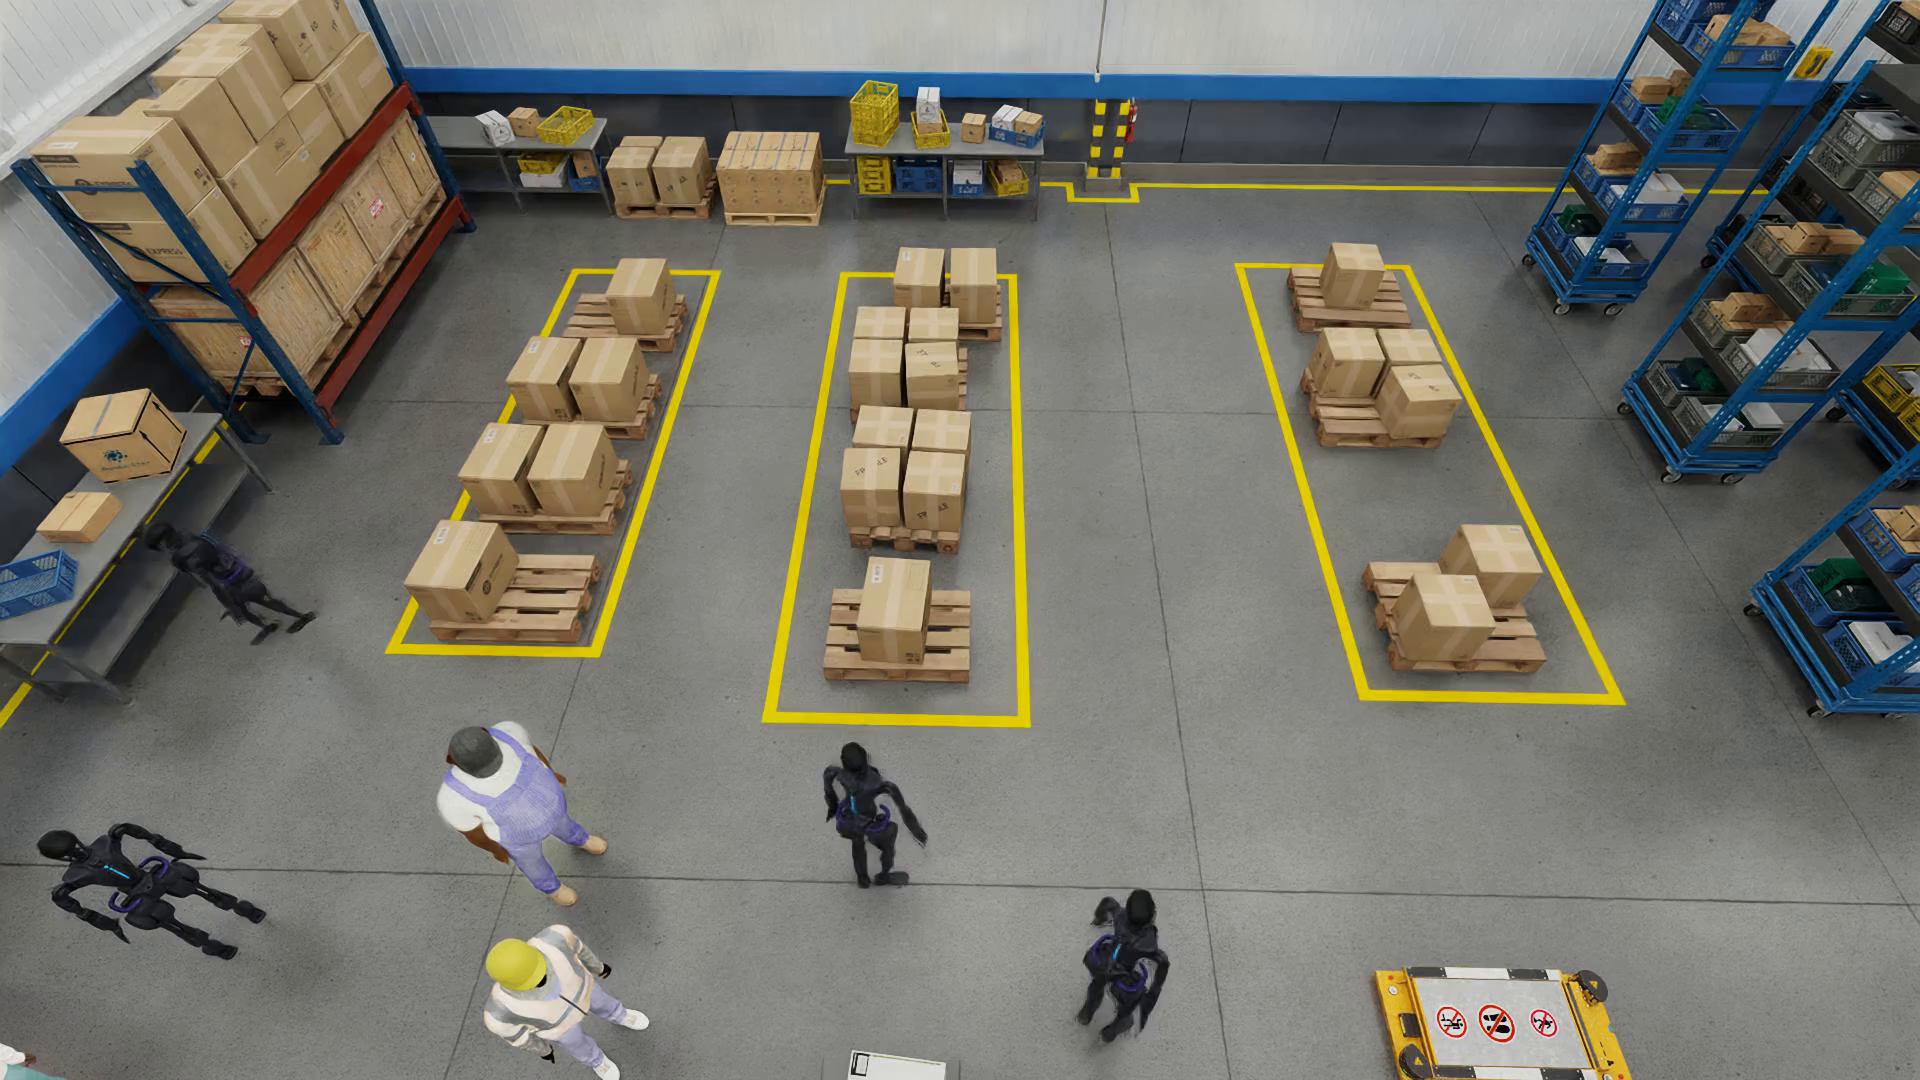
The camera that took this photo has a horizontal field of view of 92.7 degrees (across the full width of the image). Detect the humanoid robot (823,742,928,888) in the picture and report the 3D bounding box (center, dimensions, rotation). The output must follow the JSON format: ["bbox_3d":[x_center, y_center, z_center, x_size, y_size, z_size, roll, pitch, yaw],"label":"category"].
[{"bbox_3d":[-0.578,1.868,6.057,0.682,1.644,0.368,13,52,11],"label":"humanoid robot"}]

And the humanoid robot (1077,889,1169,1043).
[{"bbox_3d":[0.960,2.558,5.507,0.500,1.630,0.620,-35,59,-25],"label":"humanoid robot"}]

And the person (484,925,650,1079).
[{"bbox_3d":[-2.254,2.655,5.250,0.361,1.930,0.586,18,53,14],"label":"person"}]

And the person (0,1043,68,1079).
[{"bbox_3d":[-5.387,3.061,5.023,0.307,1.768,0.524,10,52,8],"label":"person"}]

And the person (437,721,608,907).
[{"bbox_3d":[-2.786,1.748,5.919,0.536,2.000,0.672,16,53,13],"label":"person"}]

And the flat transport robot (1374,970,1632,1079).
[{"bbox_3d":[3.501,3.133,5.914,1.431,0.197,0.652,1,51,1],"label":"flat transport robot"}]

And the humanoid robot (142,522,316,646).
[{"bbox_3d":[-5.824,0.328,7.328,0.551,1.620,0.576,26,55,20],"label":"humanoid robot"}]

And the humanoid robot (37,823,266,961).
[{"bbox_3d":[-5.098,2.212,5.772,0.318,1.653,0.580,14,52,11],"label":"humanoid robot"}]
